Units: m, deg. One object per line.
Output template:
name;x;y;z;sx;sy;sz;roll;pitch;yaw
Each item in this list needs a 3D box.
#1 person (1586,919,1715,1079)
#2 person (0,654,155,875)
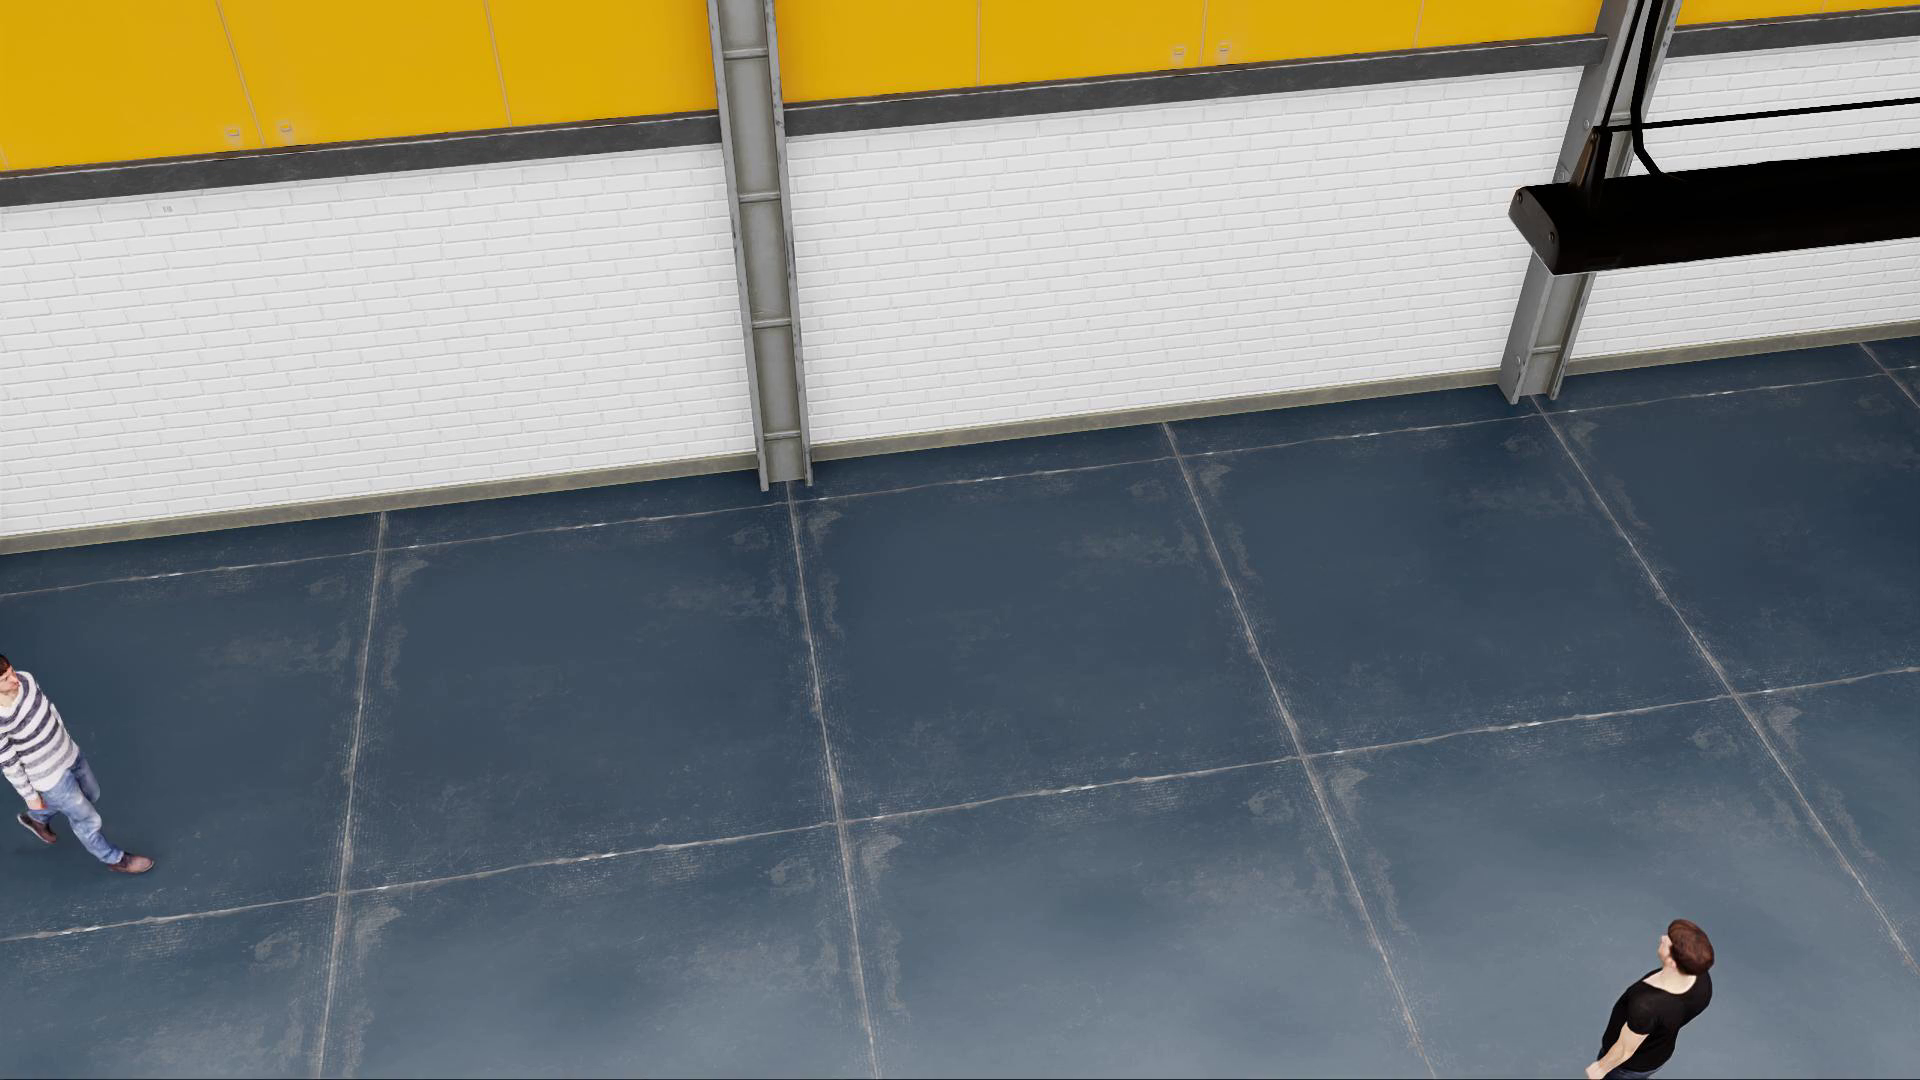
person;3.329;2.495;8.165;0.669;1.897;0.818;-25;49;-24
person;-5.269;1.288;9.479;1.075;1.832;0.806;3;44;3
